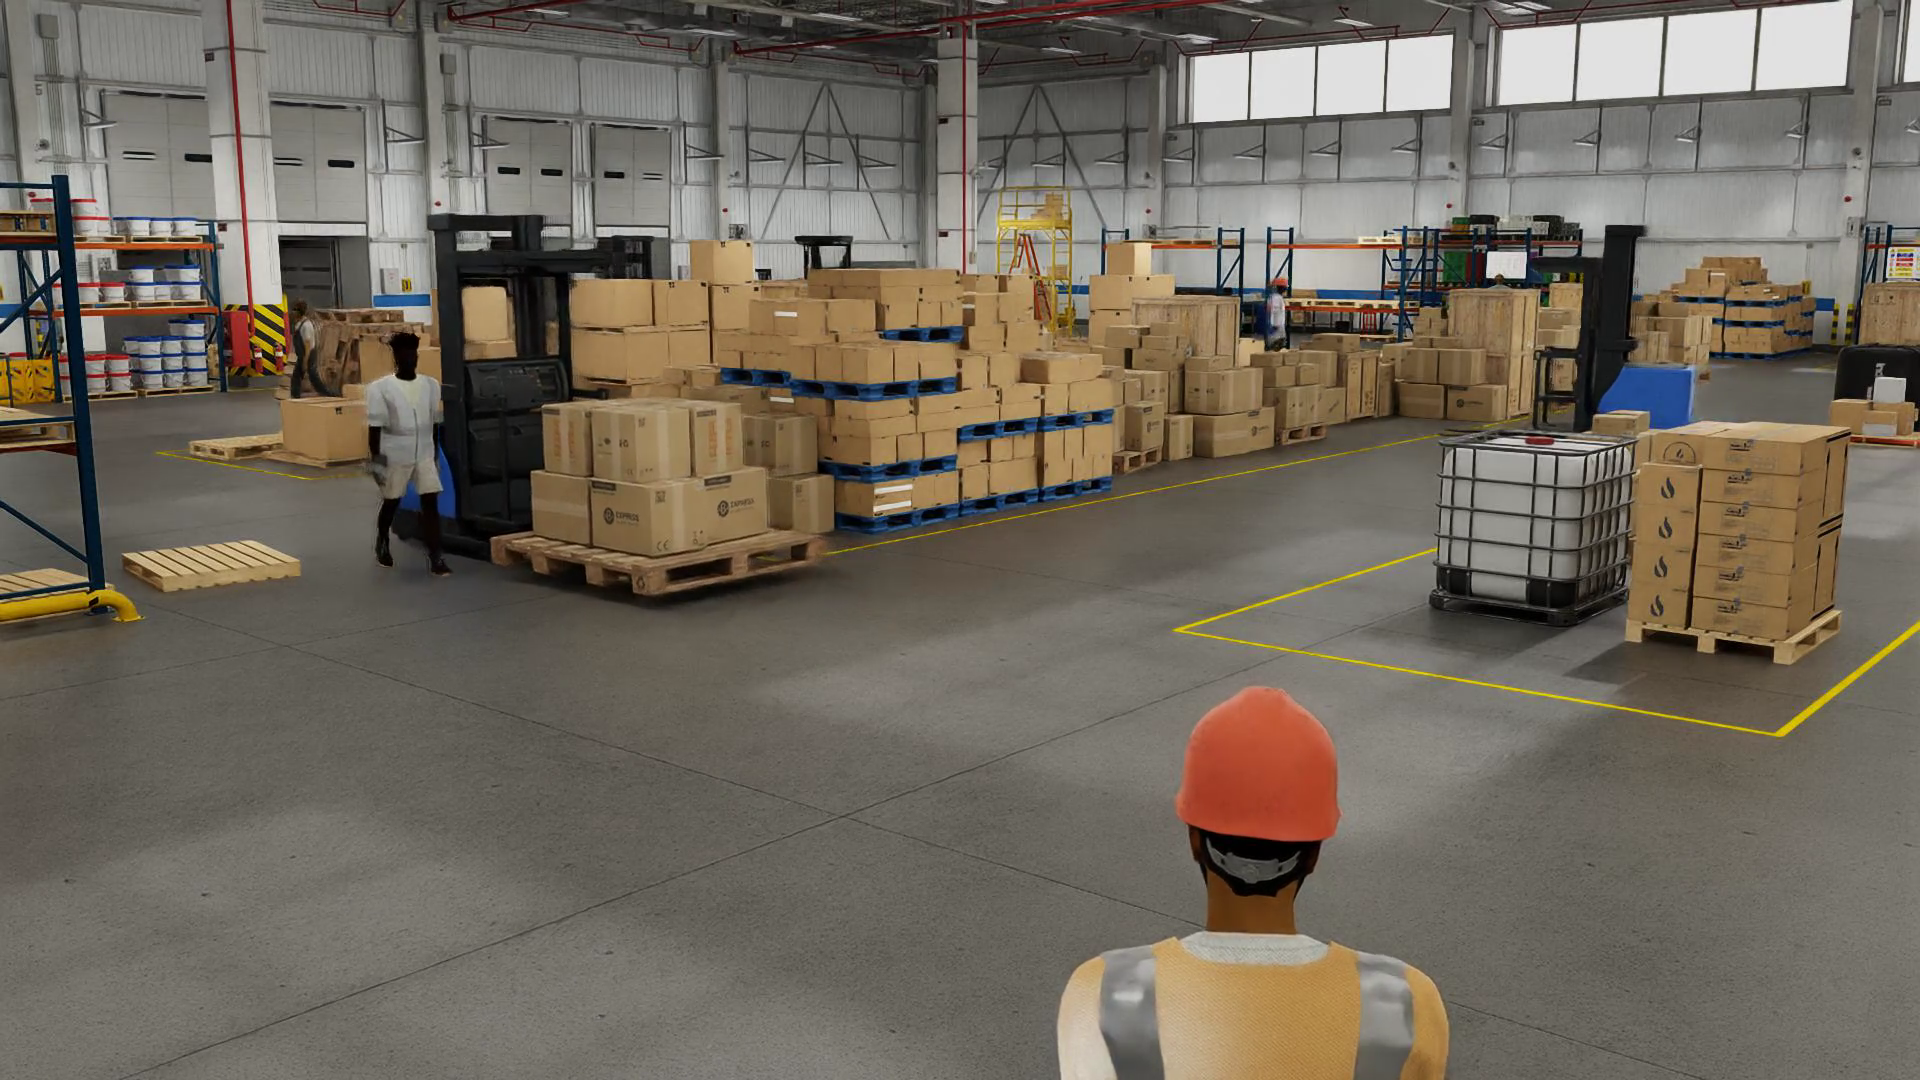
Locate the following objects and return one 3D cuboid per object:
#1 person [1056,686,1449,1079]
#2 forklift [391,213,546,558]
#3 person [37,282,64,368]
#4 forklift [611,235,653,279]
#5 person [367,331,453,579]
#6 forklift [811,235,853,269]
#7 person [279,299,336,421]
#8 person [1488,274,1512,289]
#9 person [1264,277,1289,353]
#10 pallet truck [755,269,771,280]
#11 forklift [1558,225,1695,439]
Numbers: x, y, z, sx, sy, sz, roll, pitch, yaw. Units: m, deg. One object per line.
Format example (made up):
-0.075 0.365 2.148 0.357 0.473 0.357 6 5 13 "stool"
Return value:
0.407 1.167 2.432 0.549 1.936 0.377 1 10 4 "person"
-3.958 -1.352 14.090 1.873 2.768 1.129 8 13 40 "forklift"
-17.007 -3.882 31.167 0.545 1.942 0.354 4 11 23 "person"
-7.324 -5.453 37.442 1.873 2.768 1.129 8 13 40 "forklift"
-4.368 -0.683 13.038 0.625 1.922 1.012 -9 13 -41 "person"
-2.895 -5.503 37.724 1.129 2.768 1.873 2 10 13 "forklift"
-9.630 -2.665 24.664 0.916 1.814 0.507 -9 13 -41 "person"
12.833 -5.374 39.672 0.631 1.939 0.372 0 10 3 "person"
6.754 -4.643 35.532 0.539 1.924 0.552 4 11 21 "person"
-4.996 -6.432 45.525 1.885 1.965 0.823 -6 12 -32 "pallet truck"
8.226 -2.540 20.853 1.873 2.768 1.129 5 11 26 "forklift"
